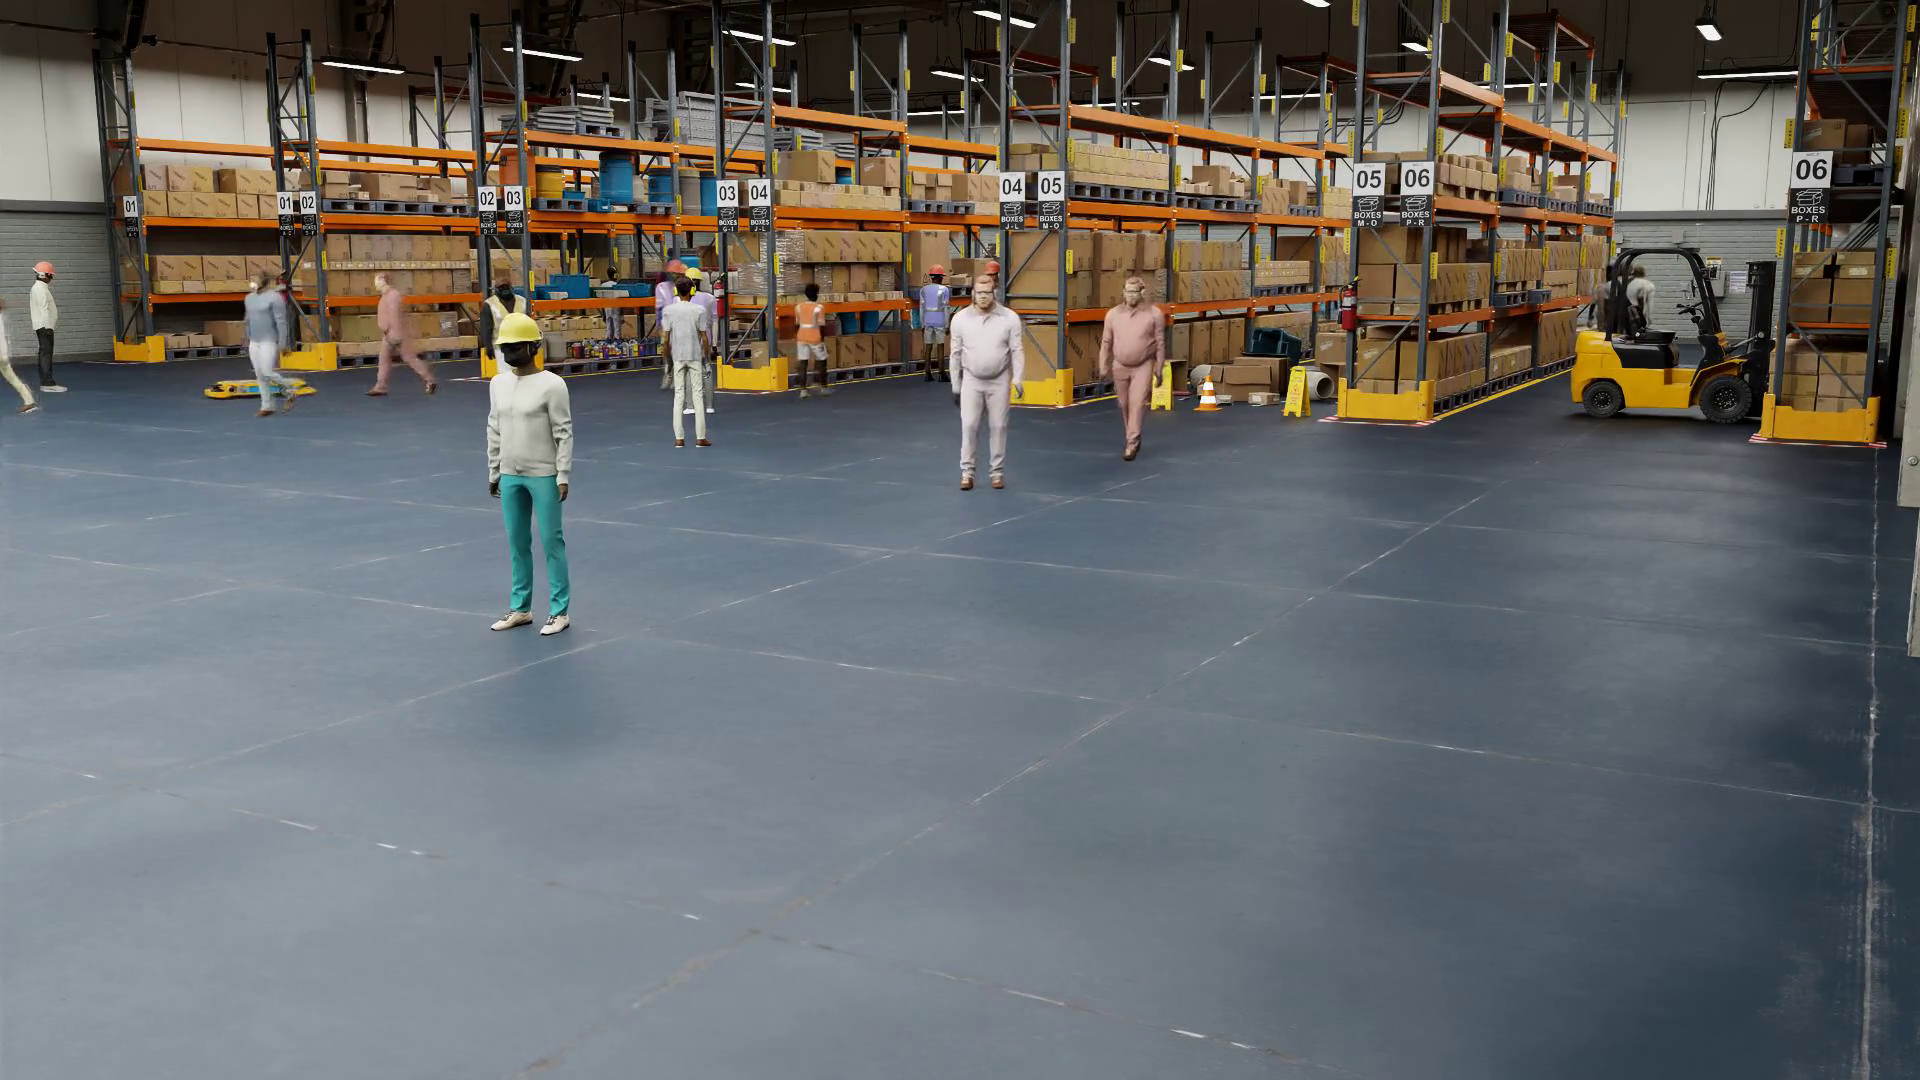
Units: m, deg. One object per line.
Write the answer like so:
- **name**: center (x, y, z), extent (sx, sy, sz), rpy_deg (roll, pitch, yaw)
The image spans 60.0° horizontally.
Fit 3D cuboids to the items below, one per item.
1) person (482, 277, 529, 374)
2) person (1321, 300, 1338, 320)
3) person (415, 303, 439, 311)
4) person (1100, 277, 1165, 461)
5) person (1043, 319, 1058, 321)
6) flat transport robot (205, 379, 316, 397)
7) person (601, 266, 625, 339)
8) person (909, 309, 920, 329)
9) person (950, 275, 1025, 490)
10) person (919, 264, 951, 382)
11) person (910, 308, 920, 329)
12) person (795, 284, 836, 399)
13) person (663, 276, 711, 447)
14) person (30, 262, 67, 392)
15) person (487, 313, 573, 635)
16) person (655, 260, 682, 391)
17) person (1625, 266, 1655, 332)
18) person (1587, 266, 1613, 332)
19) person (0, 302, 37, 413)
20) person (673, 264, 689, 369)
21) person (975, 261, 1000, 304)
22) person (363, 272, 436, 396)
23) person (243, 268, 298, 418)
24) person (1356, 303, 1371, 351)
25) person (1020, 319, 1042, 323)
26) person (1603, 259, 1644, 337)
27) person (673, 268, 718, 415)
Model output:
- **person**: center (-5.921, -2.546, 21.856), extent (0.654, 1.802, 0.761), rpy_deg (-6, 11, -30)
- **person**: center (8.571, -5.391, 38.915), extent (0.634, 1.659, 0.550), rpy_deg (-3, 10, -17)
- **person**: center (-11.175, -4.788, 34.736), extent (0.552, 1.895, 1.001), rpy_deg (5, 11, 28)
- **person**: center (1.787, -1.786, 17.212), extent (0.656, 1.869, 0.958), rpy_deg (4, 10, 20)
- **person**: center (1.991, -4.491, 32.852), extent (0.614, 1.942, 1.046), rpy_deg (6, 11, 31)
- **flat transport robot**: center (-10.377, -2.263, 24.665), extent (1.431, 0.197, 0.652), rpy_deg (-6, 11, -32)
- **person**: center (-6.783, -4.405, 32.529), extent (0.521, 1.873, 0.335), rpy_deg (5, 11, 26)
- **person**: center (-1.087, -5.159, 37.026), extent (0.627, 1.844, 0.429), rpy_deg (7, 12, 35)
- **person**: center (0.247, -1.399, 14.828), extent (0.678, 1.905, 0.416), rpy_deg (0, 10, -1)
- **person**: center (-0.400, -3.567, 27.441), extent (0.546, 1.934, 0.376), rpy_deg (5, 11, 28)
- **person**: center (-0.861, -5.016, 36.214), extent (0.563, 1.835, 0.403), rpy_deg (-1, 10, -7)
- **person**: center (-2.138, -2.921, 24.418), extent (0.547, 1.665, 0.771), rpy_deg (4, 11, 23)
- **person**: center (-2.954, -1.929, 18.058), extent (0.507, 1.865, 0.329), rpy_deg (0, 10, 2)
- **person**: center (-13.973, -3.252, 25.441), extent (0.389, 1.986, 0.608), rpy_deg (-7, 12, -35)
- **person**: center (-2.374, -0.355, 9.124), extent (0.534, 1.767, 0.319), rpy_deg (4, 11, 23)
- **person**: center (-4.400, -3.296, 25.617), extent (0.624, 2.007, 0.884), rpy_deg (0, 10, -2)
- **person**: center (12.886, -4.279, 31.765), extent (0.647, 1.886, 1.042), rpy_deg (3, 10, 16)
- **person**: center (12.040, -4.150, 30.968), extent (0.641, 1.898, 1.063), rpy_deg (7, 12, 35)
- **person**: center (-12.611, -2.429, 21.779), extent (0.882, 1.587, 0.512), rpy_deg (-7, 12, -35)
- **person**: center (-5.083, -4.082, 30.471), extent (0.594, 1.924, 0.381), rpy_deg (6, 11, 31)
- **person**: center (0.504, -3.171, 24.940), extent (0.616, 1.993, 0.395), rpy_deg (3, 10, 18)
- **person**: center (-8.359, -3.067, 24.765), extent (0.998, 1.861, 0.668), rpy_deg (-6, 11, -32)
- **person**: center (-8.930, -2.531, 21.404), extent (0.632, 1.924, 0.499), rpy_deg (6, 11, 30)
- **person**: center (8.846, -5.055, 36.376), extent (0.510, 1.860, 0.333), rpy_deg (2, 10, 12)
- **person**: center (1.172, -3.884, 28.968), extent (0.608, 2.046, 0.368), rpy_deg (6, 11, 30)
- **person**: center (11.971, -4.058, 29.999), extent (0.706, 2.000, 0.574), rpy_deg (7, 12, 35)
- **person**: center (-3.466, -2.599, 21.804), extent (0.587, 1.922, 0.383), rpy_deg (-4, 10, -20)
